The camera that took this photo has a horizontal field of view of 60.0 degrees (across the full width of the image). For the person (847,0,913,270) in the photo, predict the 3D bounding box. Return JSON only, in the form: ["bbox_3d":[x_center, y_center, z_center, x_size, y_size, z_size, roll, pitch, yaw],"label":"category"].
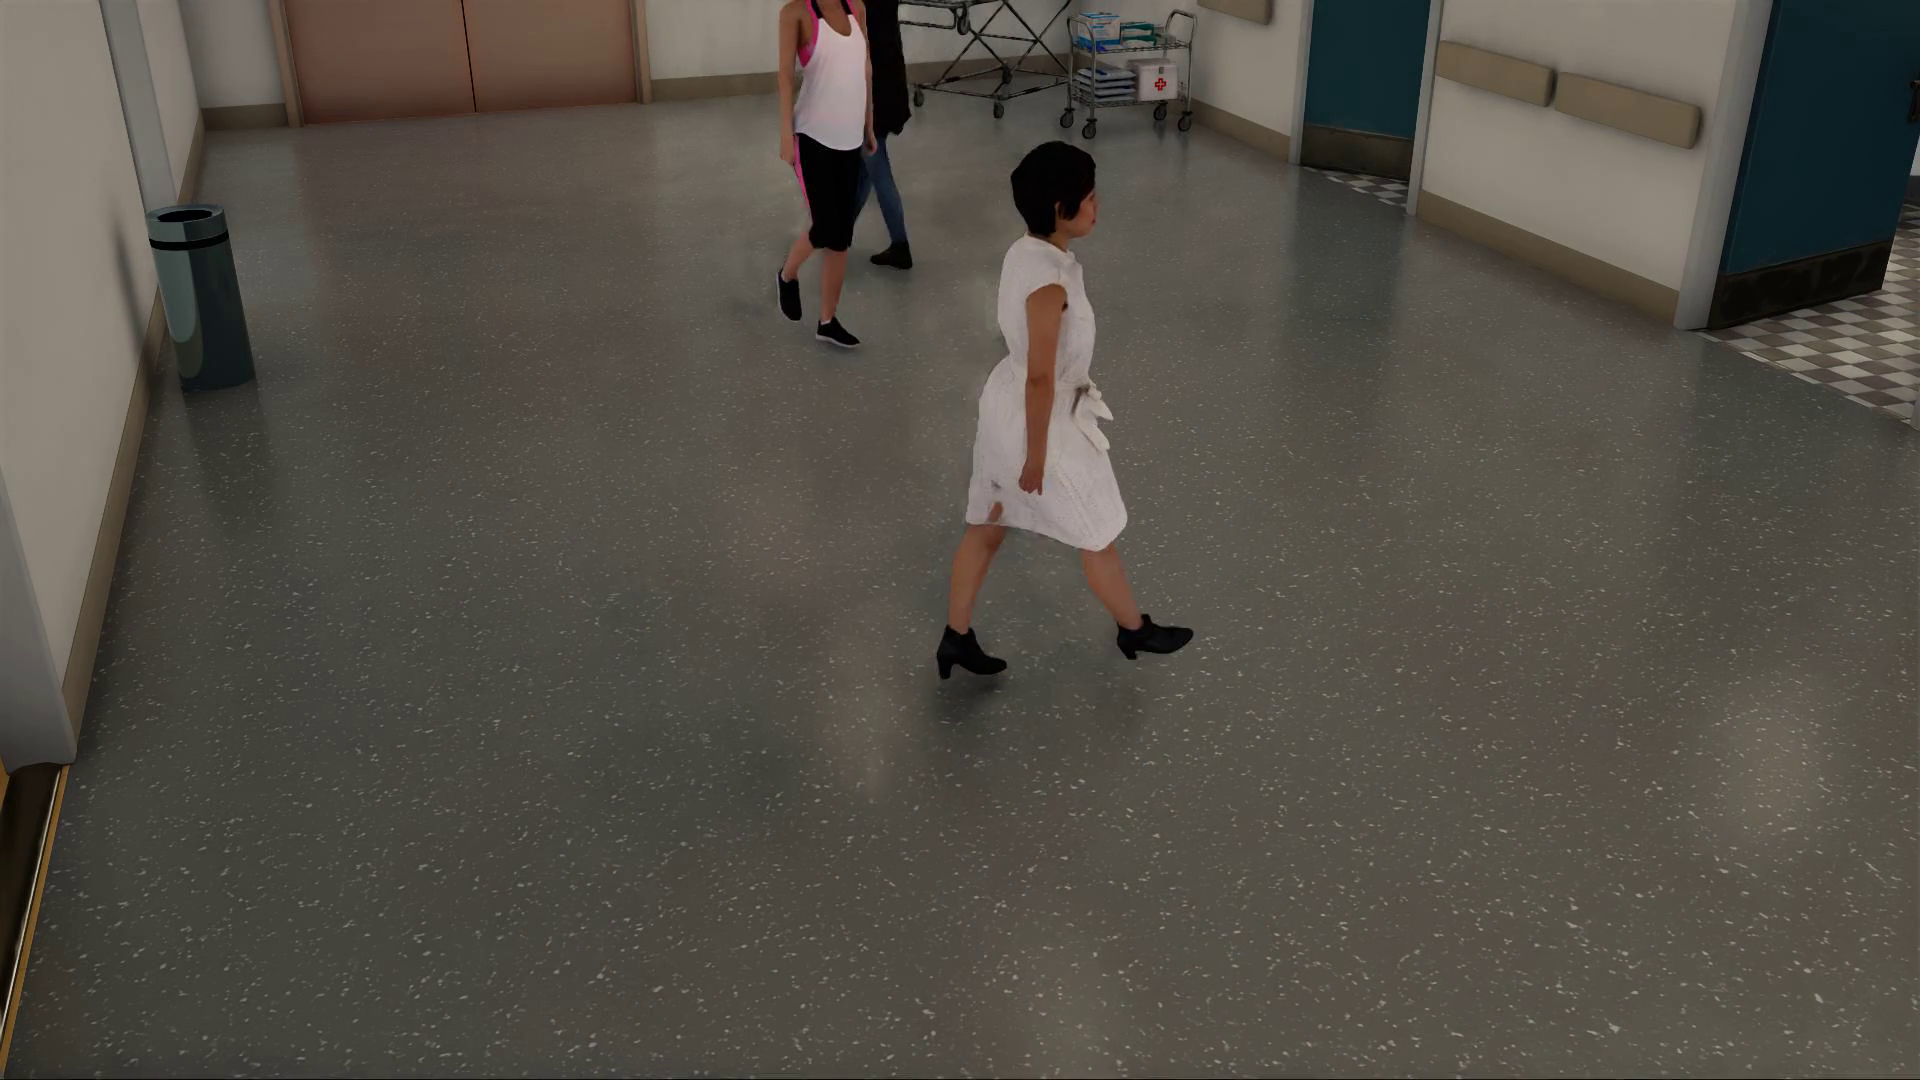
[{"bbox_3d":[-0.371,-2.134,8.220,1.039,1.612,0.954,15,29,28],"label":"person"}]

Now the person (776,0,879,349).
[{"bbox_3d":[-0.623,-1.724,7.182,0.759,1.774,0.860,-21,33,-37],"label":"person"}]

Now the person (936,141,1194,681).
[{"bbox_3d":[0.126,-0.274,4.470,0.667,1.518,0.914,-7,27,-14],"label":"person"}]
